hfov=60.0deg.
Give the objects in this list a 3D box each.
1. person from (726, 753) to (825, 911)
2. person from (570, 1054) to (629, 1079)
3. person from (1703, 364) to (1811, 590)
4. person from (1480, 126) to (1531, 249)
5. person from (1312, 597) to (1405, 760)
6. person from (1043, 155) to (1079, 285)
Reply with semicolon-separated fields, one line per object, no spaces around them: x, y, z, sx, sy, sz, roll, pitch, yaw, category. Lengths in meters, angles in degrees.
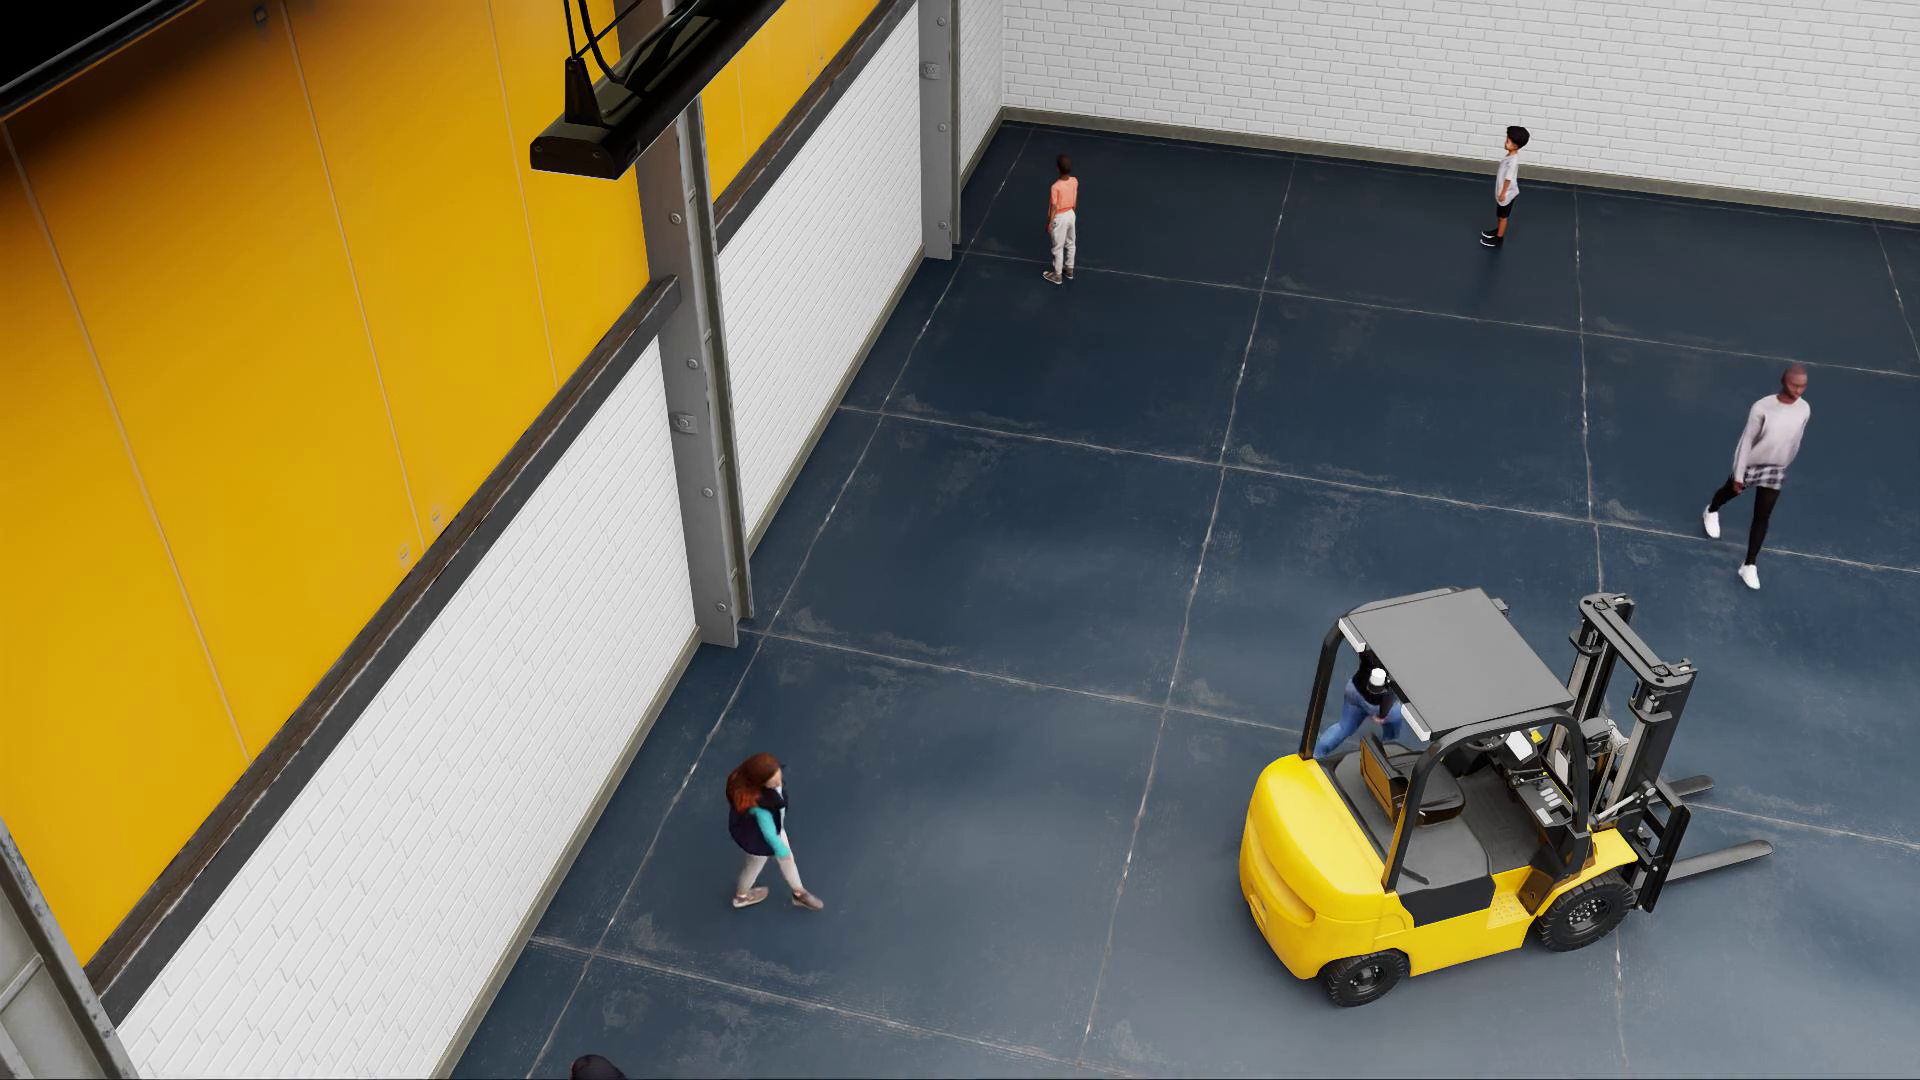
-1.231;1.715;9.911;0.738;1.451;0.779;-1;39;-1;person
-1.690;3.049;8.114;0.715;1.609;0.585;6;39;7;person
5.999;-0.601;12.589;0.782;1.729;1.232;3;39;3;person
5.484;-3.542;16.648;0.535;1.257;0.423;9;39;11;person
2.587;1.018;10.662;1.107;1.602;1.098;-16;41;-20;person
0.999;-3.107;16.060;0.556;1.311;0.629;-25;45;-28;person
